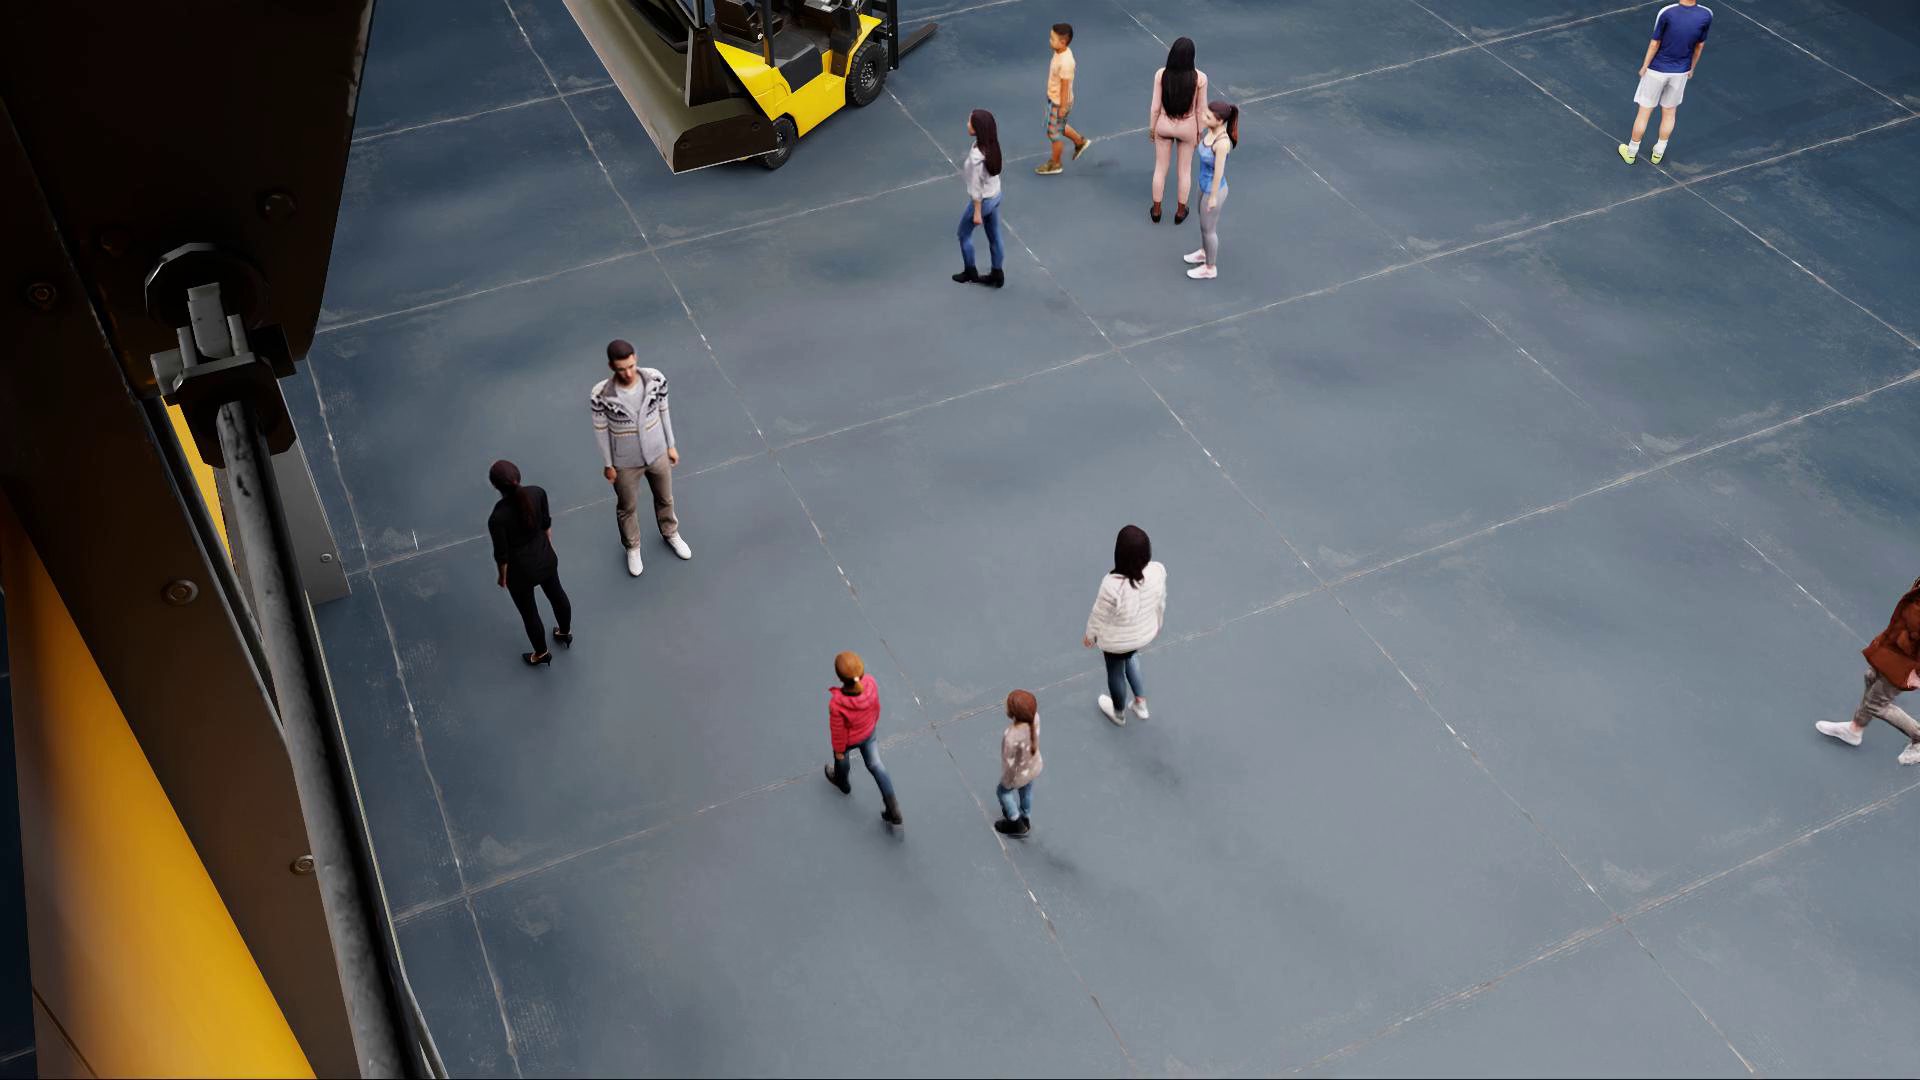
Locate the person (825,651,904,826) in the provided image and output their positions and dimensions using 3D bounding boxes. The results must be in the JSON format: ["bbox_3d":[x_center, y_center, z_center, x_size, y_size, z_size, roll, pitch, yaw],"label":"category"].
[{"bbox_3d":[-0.560,1.179,9.746,0.649,1.290,0.958,-27,50,-26],"label":"person"}]

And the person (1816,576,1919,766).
[{"bbox_3d":[5.747,0.677,9.886,1.052,1.826,0.987,16,46,16],"label":"person"}]

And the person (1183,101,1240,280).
[{"bbox_3d":[2.092,-2.920,13.821,0.698,1.606,0.587,-1,44,-1],"label":"person"}]

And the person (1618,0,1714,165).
[{"bbox_3d":[6.423,-4.275,15.074,0.718,1.839,0.717,3,44,3],"label":"person"}]

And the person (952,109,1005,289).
[{"bbox_3d":[0.276,-2.760,13.648,0.848,1.614,0.792,16,46,16],"label":"person"}]

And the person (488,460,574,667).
[{"bbox_3d":[-2.735,0.151,10.557,0.704,1.662,0.691,28,50,26],"label":"person"}]

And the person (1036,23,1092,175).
[{"bbox_3d":[0.973,-3.988,15.058,0.700,1.446,0.754,-6,44,-6],"label":"person"}]

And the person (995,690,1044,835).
[{"bbox_3d":[0.389,1.322,9.671,0.563,1.188,0.548,31,52,28],"label":"person"}]

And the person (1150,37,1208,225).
[{"bbox_3d":[1.865,-3.532,14.380,0.693,1.720,0.722,8,44,8],"label":"person"}]

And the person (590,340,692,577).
[{"bbox_3d":[-2.169,-0.601,11.202,0.688,1.861,0.574,-21,47,-21],"label":"person"}]

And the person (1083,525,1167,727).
[{"bbox_3d":[1.046,0.592,10.118,0.646,1.628,0.628,-22,48,-21],"label":"person"}]
